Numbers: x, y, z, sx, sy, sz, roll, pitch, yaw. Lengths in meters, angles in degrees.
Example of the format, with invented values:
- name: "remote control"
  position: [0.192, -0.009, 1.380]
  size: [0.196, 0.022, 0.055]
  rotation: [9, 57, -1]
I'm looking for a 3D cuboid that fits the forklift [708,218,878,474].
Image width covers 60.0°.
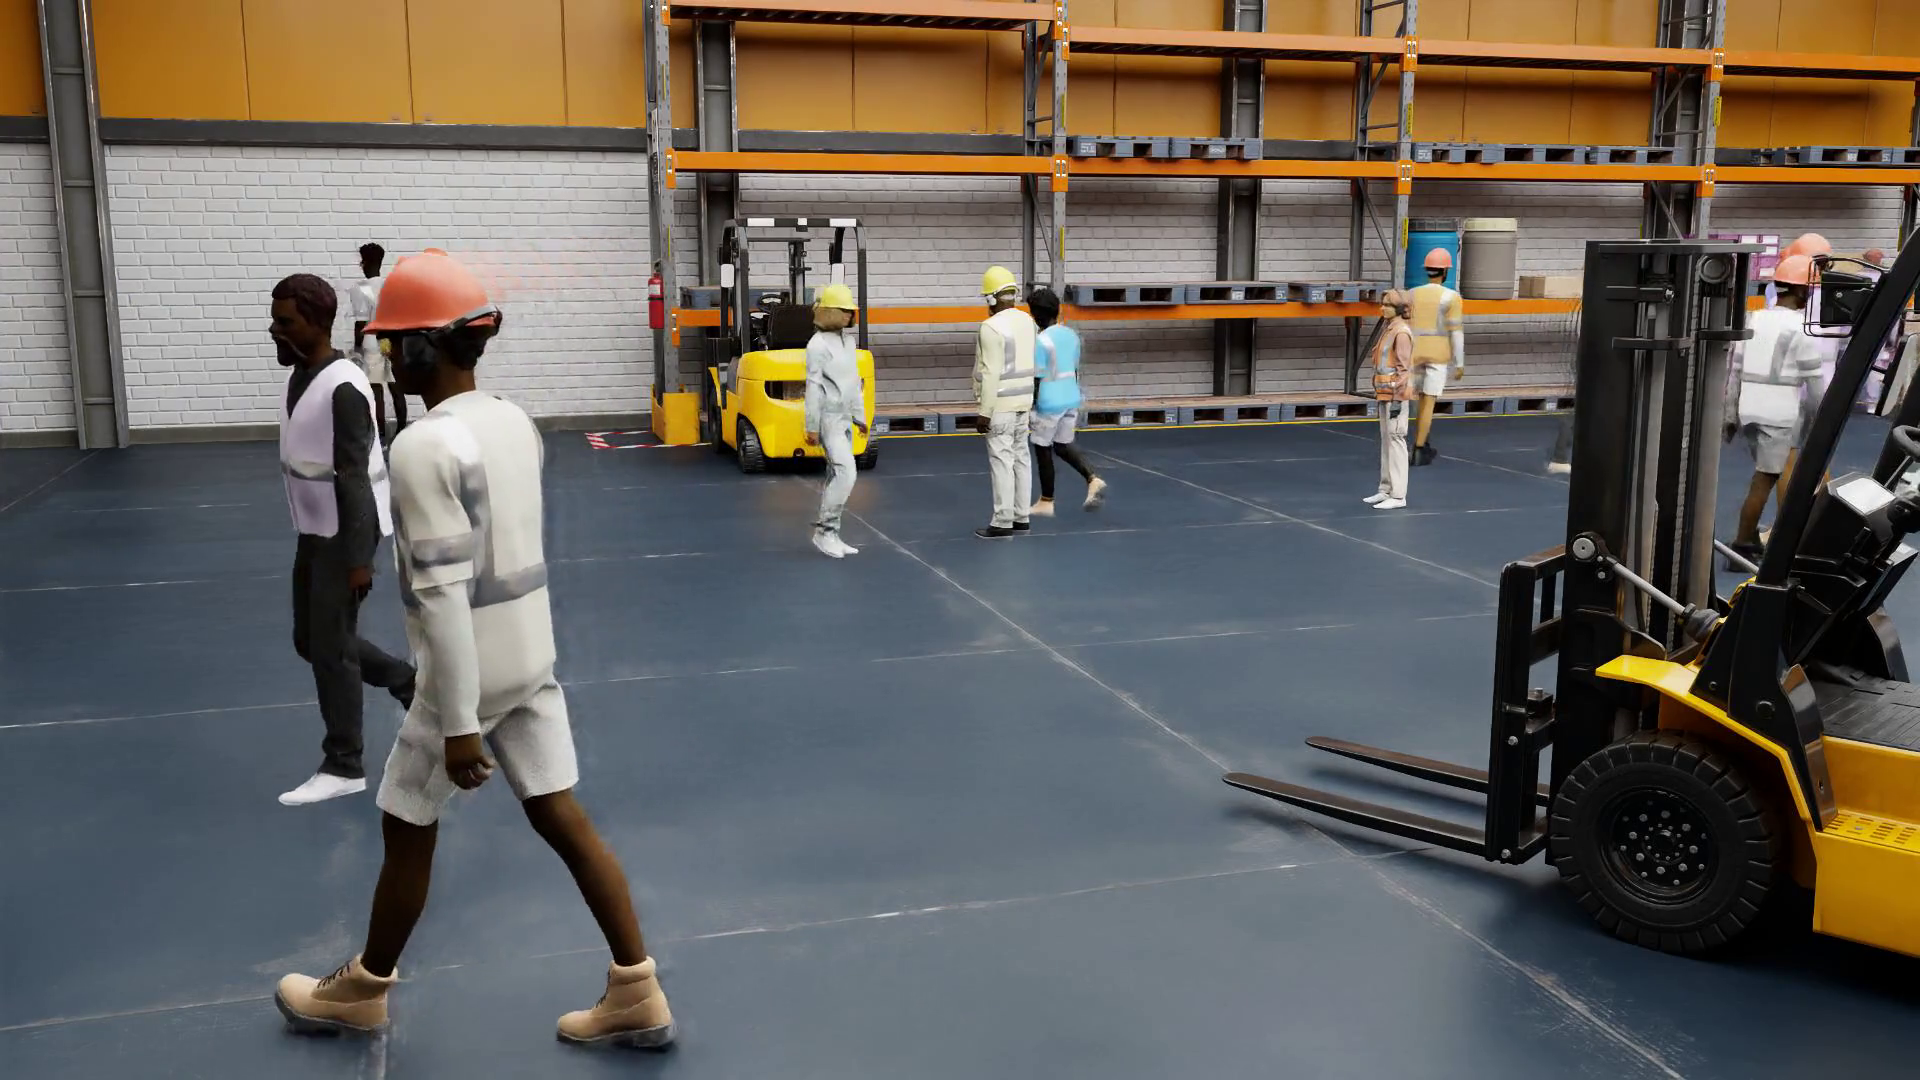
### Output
- name: "forklift"
  position: [-1.522, -1.778, 14.899]
  size: [1.214, 2.155, 2.313]
  rotation: [-3, 11, -17]

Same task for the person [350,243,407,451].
- name: "person"
  position: [-5.524, -1.832, 15.815]
  size: [0.368, 1.967, 0.600]
  rotation: [6, 12, 31]

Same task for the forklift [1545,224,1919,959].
- name: "forklift"
  position: [2.909, 0.117, 4.508]
  size: [2.313, 2.155, 1.214]
  rotation: [9, 14, 40]

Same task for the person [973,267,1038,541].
- name: "person"
  position: [0.286, -0.905, 11.127]
  size: [0.404, 1.824, 0.591]
  rotation: [7, 12, 32]

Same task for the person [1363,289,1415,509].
- name: "person"
  position: [3.230, -1.049, 12.427]
  size: [0.306, 1.639, 0.523]
  rotation: [0, 10, 1]

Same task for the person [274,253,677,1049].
- name: "person"
  position: [-1.197, 0.304, 4.075]
  size: [1.070, 1.986, 0.632]
  rotation: [3, 11, 13]

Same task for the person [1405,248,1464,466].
- name: "person"
  position: [4.246, -1.633, 14.860]
  size: [0.567, 1.911, 0.817]
  rotation: [9, 14, 41]

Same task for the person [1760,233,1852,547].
- name: "person"
  position: [5.446, -0.956, 10.805]
  size: [0.615, 2.041, 0.391]
  rotation: [-2, 11, -13]

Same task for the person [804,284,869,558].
- name: "person"
  position: [-0.759, -0.744, 10.511]
  size: [0.423, 1.732, 0.493]
  rotation: [4, 11, 21]

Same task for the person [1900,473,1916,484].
- name: "person"
  position: [7.808, -1.208, 12.700]
  size: [1.037, 1.852, 0.662]
  rotation: [6, 12, 31]

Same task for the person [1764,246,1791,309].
- name: "person"
  position: [8.366, -2.004, 16.873]
  size: [0.548, 1.925, 0.388]
  rotation: [-1, 10, -5]

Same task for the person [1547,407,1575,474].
- name: "person"
  position: [5.499, -1.422, 14.063]
  size: [0.987, 1.788, 0.527]
  rotation: [3, 11, 18]

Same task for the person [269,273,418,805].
- name: "person"
  position: [-2.217, -0.015, 6.060]
  size: [0.616, 1.904, 0.598]
  rotation: [-9, 14, -40]

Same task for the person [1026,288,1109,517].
- name: "person"
  position: [0.722, -0.962, 11.862]
  size: [0.600, 1.662, 0.560]
  rotation: [8, 13, 37]

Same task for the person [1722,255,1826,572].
- name: "person"
  position: [4.934, -0.747, 10.024]
  size: [0.636, 1.909, 0.548]
  rotation: [-3, 11, -14]

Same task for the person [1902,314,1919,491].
- name: "person"
  position: [6.982, -1.047, 11.789]
  size: [0.978, 1.887, 0.601]
  rotation: [-6, 12, -29]

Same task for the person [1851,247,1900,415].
- name: "person"
  position: [10.365, -2.385, 19.037]
  size: [0.653, 1.907, 0.404]
  rotation: [4, 11, 22]

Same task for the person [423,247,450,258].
- name: "person"
  position: [-4.231, -1.413, 13.612]
  size: [0.361, 1.935, 0.544]
  rotation: [2, 11, 13]

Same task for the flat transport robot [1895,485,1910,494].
- name: "flat transport robot"
  position: [6.777, -0.260, 11.855]
  size: [1.431, 0.197, 0.652]
  rotation: [5, 11, 25]
